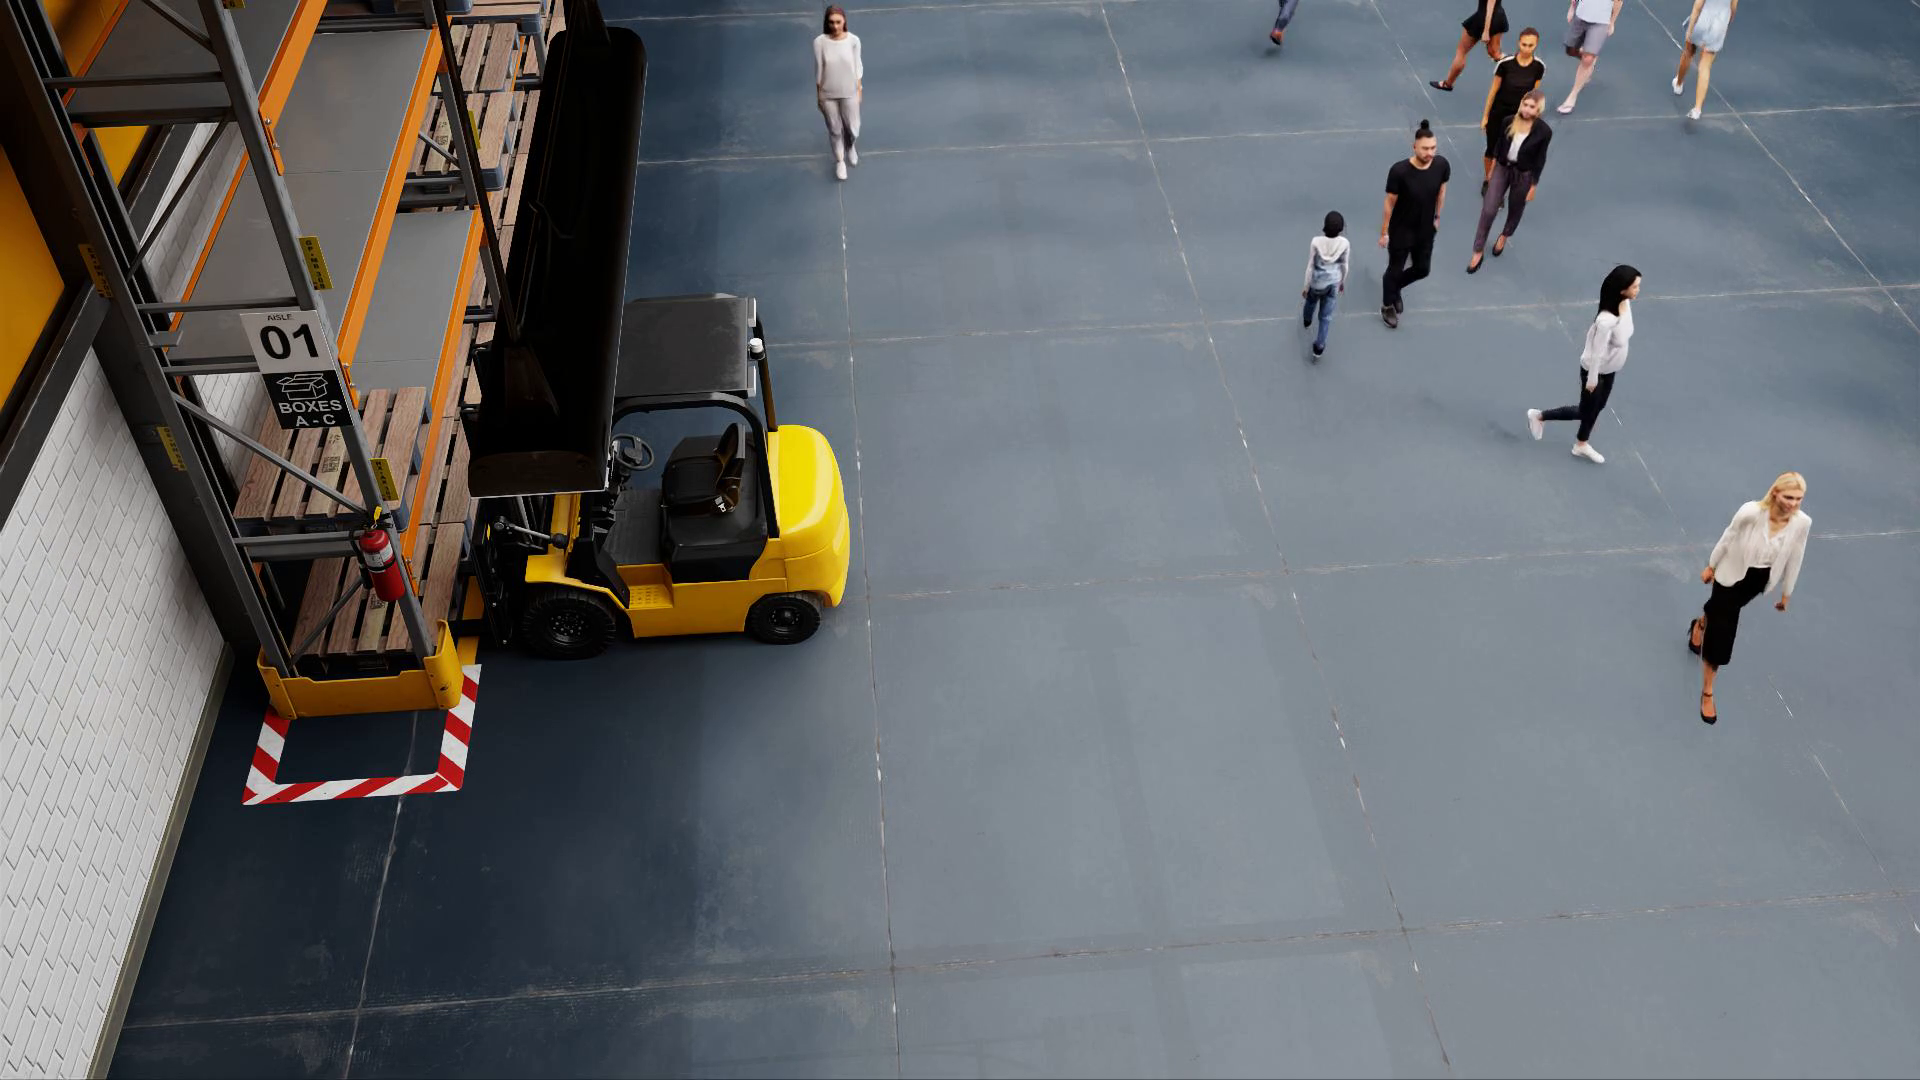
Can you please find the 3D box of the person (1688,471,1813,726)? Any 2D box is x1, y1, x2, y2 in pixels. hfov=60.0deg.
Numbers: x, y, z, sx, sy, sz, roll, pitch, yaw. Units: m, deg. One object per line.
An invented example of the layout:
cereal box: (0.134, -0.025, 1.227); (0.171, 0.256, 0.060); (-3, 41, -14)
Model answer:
person: (4.960, 0.218, 10.590); (0.796, 1.801, 1.205); (5, 44, 5)

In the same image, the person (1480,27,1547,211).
person: (4.932, -3.866, 14.984); (0.728, 1.653, 0.824); (12, 45, 12)

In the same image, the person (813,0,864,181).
person: (-1.117, -4.145, 15.256); (0.592, 1.682, 0.625); (-4, 44, -4)

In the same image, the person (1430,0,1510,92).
person: (5.227, -5.037, 16.222); (1.059, 1.640, 1.125); (21, 47, 21)

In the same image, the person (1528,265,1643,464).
person: (4.633, -1.306, 12.270); (0.965, 1.691, 0.923); (26, 50, 25)

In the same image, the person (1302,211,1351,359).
person: (2.932, -2.044, 13.378); (0.603, 1.230, 0.921); (4, 44, 4)

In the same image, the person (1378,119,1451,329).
person: (3.631, -2.603, 13.513); (0.723, 1.854, 0.700); (-8, 44, -8)

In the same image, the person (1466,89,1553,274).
person: (4.753, -3.109, 14.196); (0.942, 1.644, 1.048); (24, 49, 23)

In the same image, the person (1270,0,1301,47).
person: (3.424, -6.002, 17.125); (1.138, 1.792, 1.284); (24, 48, 23)

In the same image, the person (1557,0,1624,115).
person: (6.200, -5.085, 16.148); (1.040, 1.812, 1.067); (34, 53, 30)

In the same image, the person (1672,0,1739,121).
person: (7.221, -4.869, 16.013); (0.804, 1.687, 1.243); (7, 44, 7)
